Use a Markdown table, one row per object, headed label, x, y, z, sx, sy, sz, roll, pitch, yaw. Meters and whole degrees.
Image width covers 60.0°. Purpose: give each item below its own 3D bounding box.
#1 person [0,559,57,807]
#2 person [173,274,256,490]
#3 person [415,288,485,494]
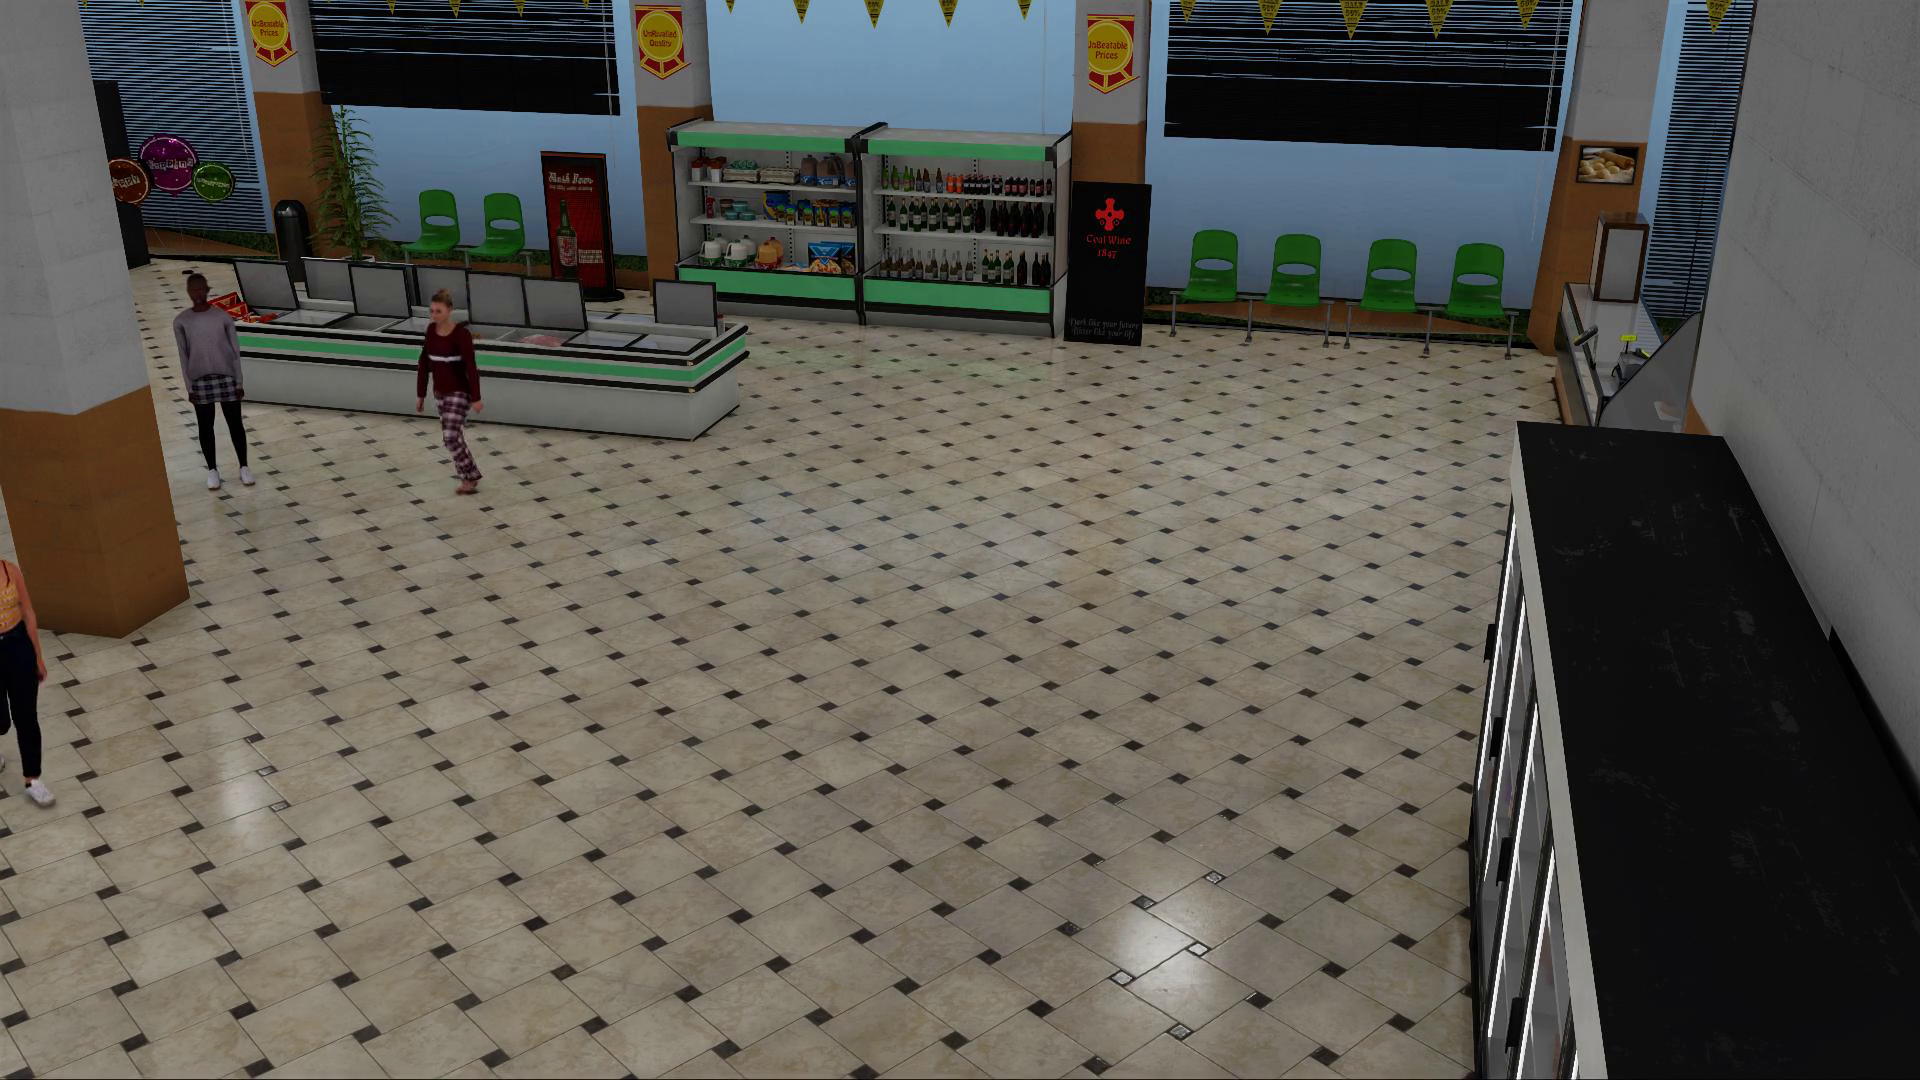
| label | x | y | z | sx | sy | sz | roll | pitch | yaw |
| --- | --- | --- | --- | --- | --- | --- | --- | --- | --- |
| person | -5.170 | 0.635 | 8.914 | 0.944 | 1.615 | 0.780 | 17 | 28 | 36 |
| person | -6.060 | -1.294 | 13.506 | 0.654 | 1.769 | 0.744 | -9 | 24 | -21 |
| person | -4.020 | -1.197 | 13.371 | 0.666 | 1.690 | 0.783 | 13 | 25 | 29 |
